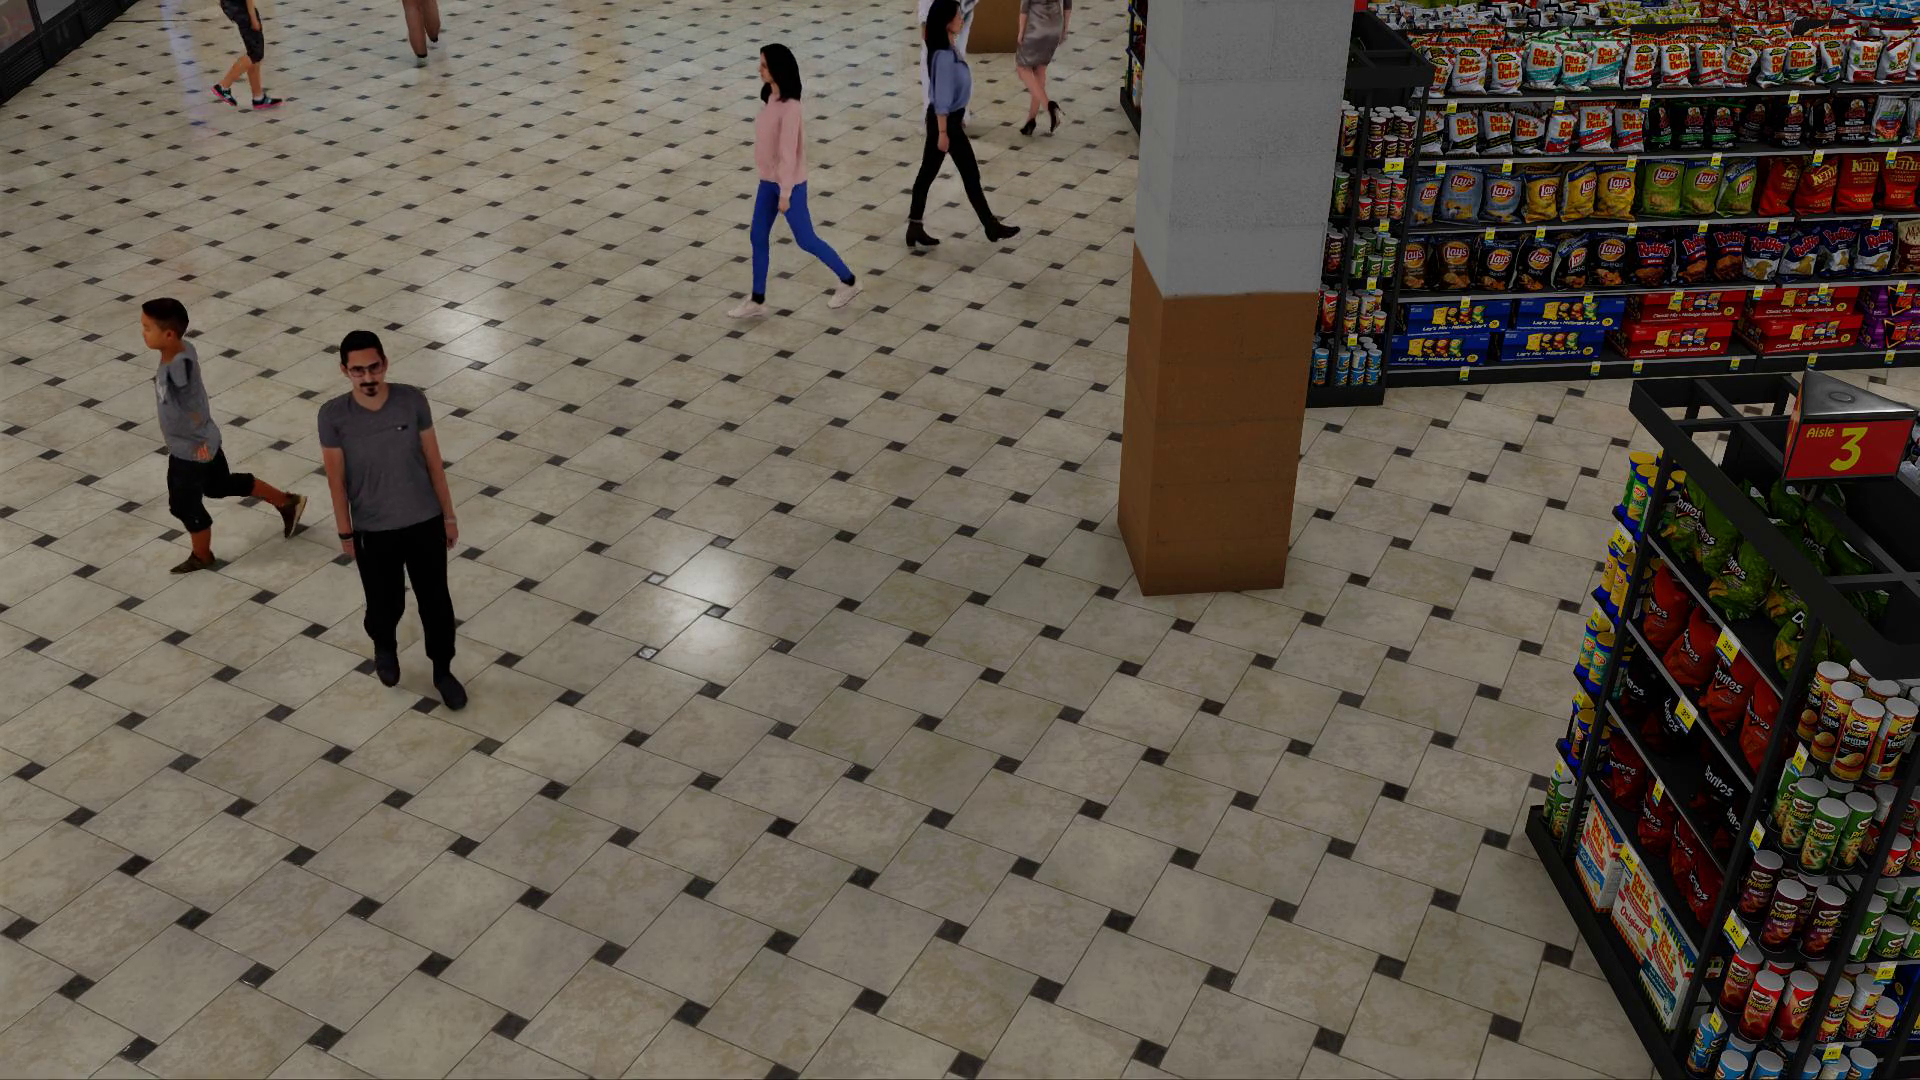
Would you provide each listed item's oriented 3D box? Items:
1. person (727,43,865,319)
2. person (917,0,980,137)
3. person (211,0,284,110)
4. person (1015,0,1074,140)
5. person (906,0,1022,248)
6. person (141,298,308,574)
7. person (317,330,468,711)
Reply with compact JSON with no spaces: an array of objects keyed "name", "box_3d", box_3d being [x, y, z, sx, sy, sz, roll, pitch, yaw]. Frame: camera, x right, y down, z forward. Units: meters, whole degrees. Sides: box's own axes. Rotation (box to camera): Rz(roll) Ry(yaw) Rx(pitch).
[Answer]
[{"name":"person","box_3d":[-0.998,-2.193,10.361,1.200,1.732,0.852,-11,34,-17]},{"name":"person","box_3d":[-0.088,-4.218,13.441,0.905,1.915,0.844,25,40,34]},{"name":"person","box_3d":[-6.121,-4.428,13.979,0.837,1.705,0.929,25,40,35]},{"name":"person","box_3d":[0.698,-4.031,13.336,0.876,1.710,0.849,-17,36,-25]},{"name":"person","box_3d":[-0.194,-2.792,11.342,1.015,1.712,0.673,-3,32,-5]},{"name":"person","box_3d":[-3.630,-0.549,7.996,1.044,1.438,0.832,-17,36,-25]},{"name":"person","box_3d":[-2.381,-0.101,6.988,0.807,1.743,0.848,-19,37,-27]}]
